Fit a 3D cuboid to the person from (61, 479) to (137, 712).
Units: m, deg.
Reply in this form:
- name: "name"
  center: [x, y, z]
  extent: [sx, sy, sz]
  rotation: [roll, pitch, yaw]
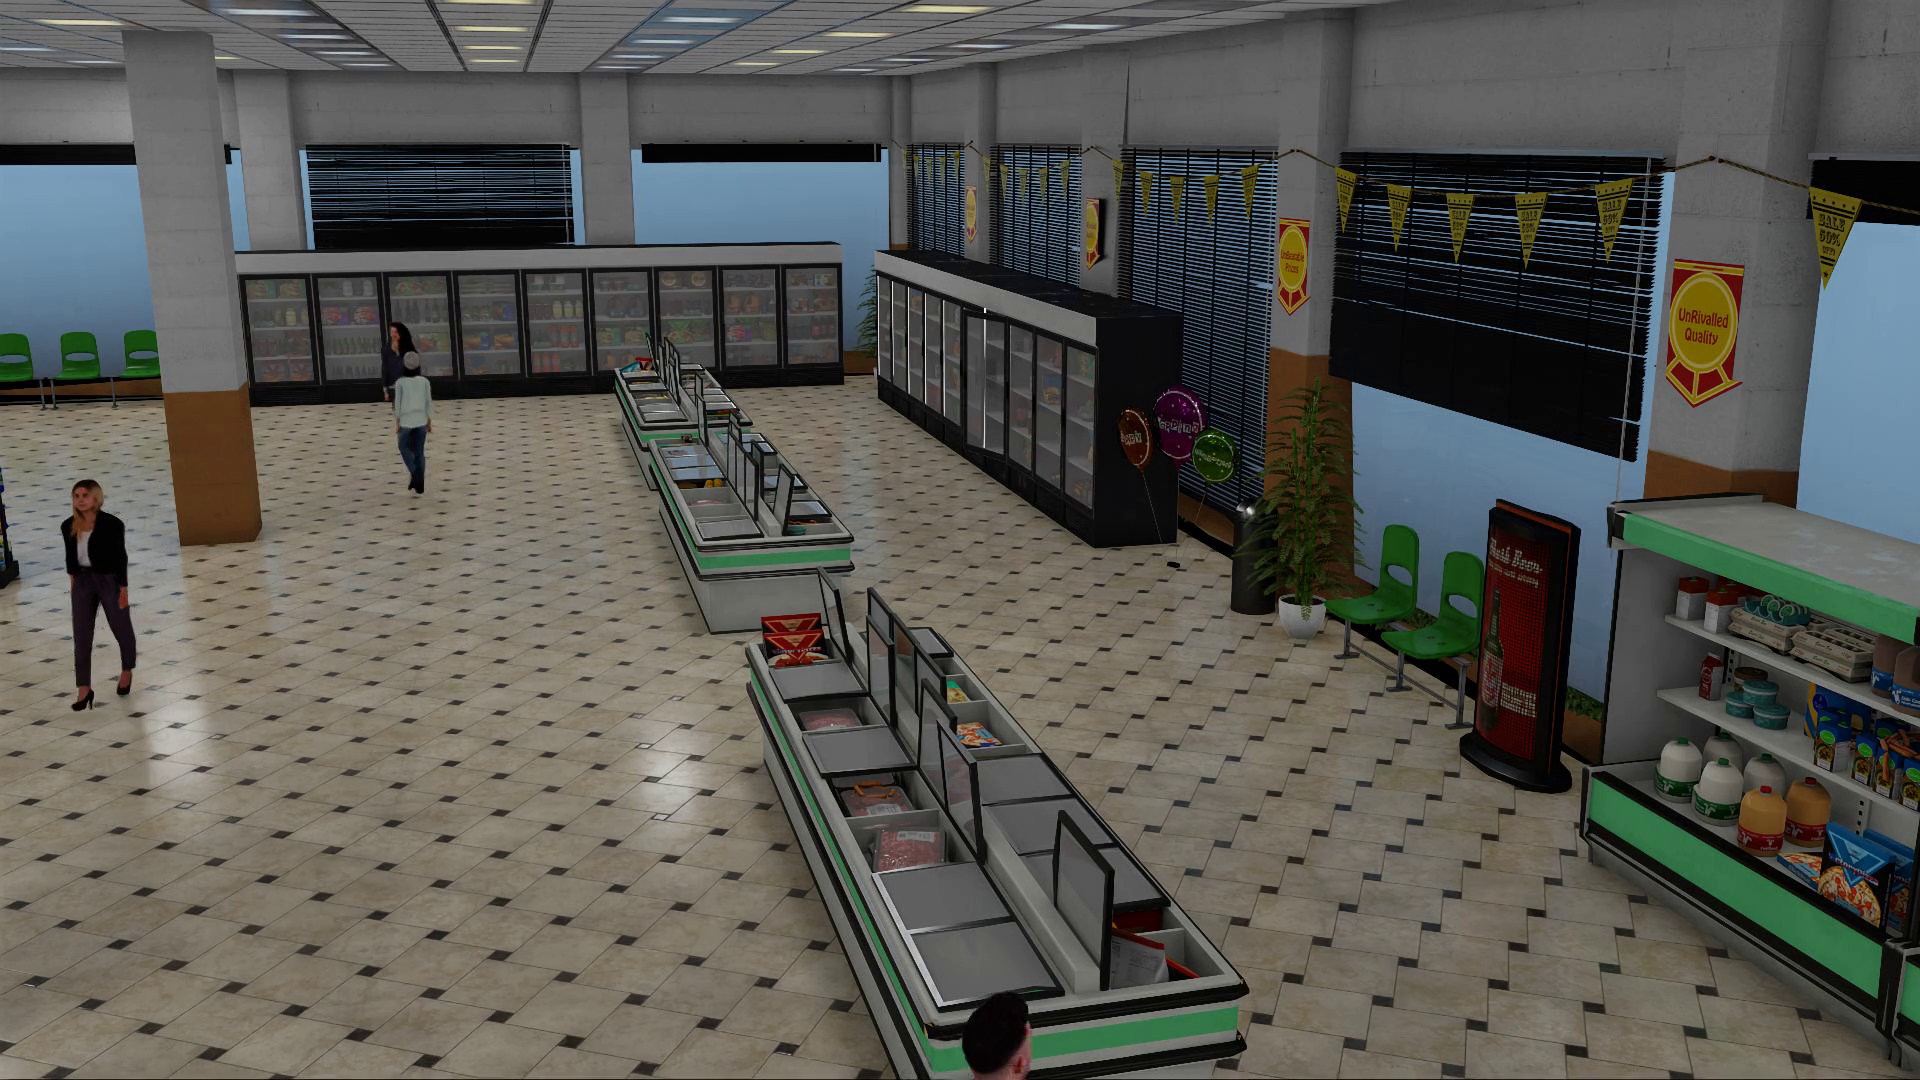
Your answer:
- name: "person"
  center: [-6.135, 0.376, 11.967]
  extent: [0.730, 1.637, 1.051]
  rotation: [-1, 14, -4]

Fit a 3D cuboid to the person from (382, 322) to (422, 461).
- name: "person"
  center: [-7.030, -1.895, 21.112]
  extent: [0.805, 1.740, 1.073]
  rotation: [-1, 14, -5]

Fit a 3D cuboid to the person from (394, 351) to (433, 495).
- name: "person"
  center: [-6.217, -1.326, 18.992]
  extent: [0.682, 1.632, 0.724]
  rotation: [-9, 16, -33]
